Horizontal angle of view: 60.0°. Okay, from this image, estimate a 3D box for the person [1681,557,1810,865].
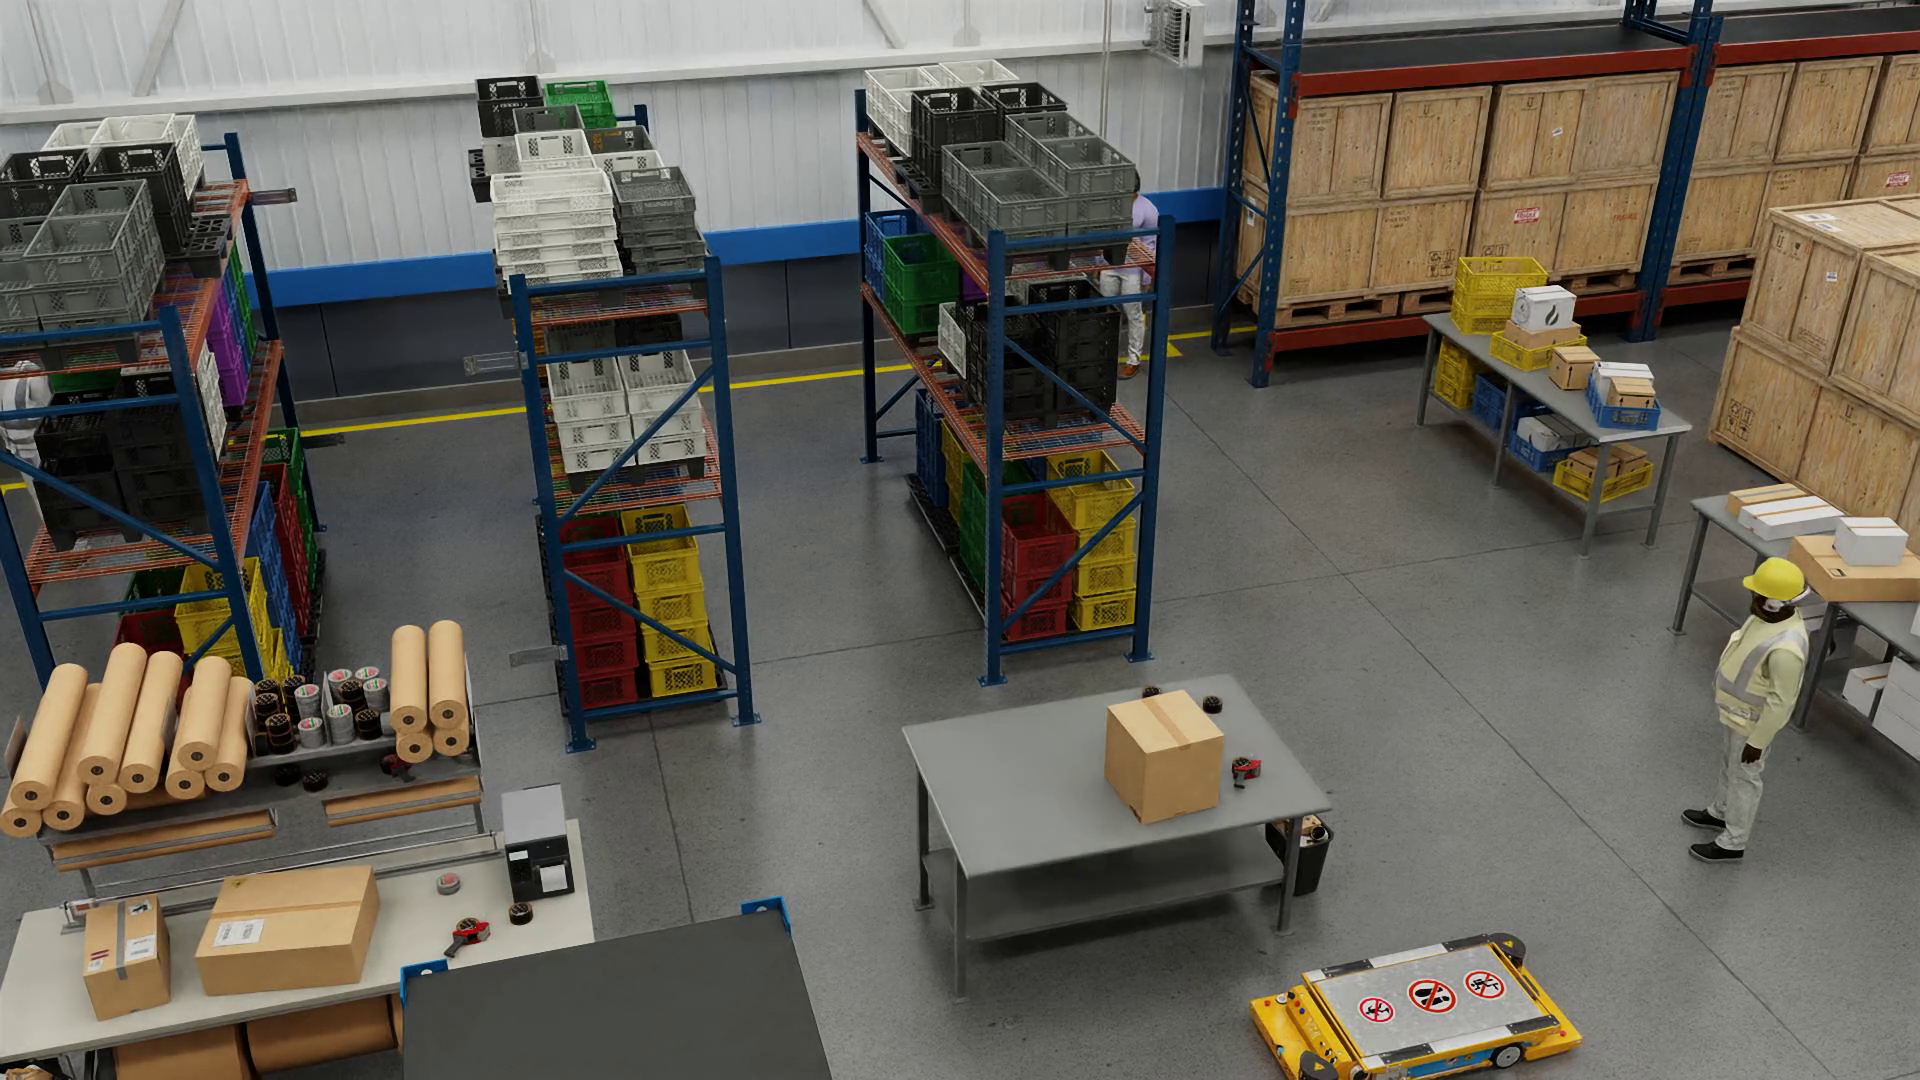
[{"bbox_3d":[4.208,0.908,8.874,0.403,1.827,0.601,8,30,14],"label":"person"}]

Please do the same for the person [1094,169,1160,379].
[{"bbox_3d":[1.460,-2.389,14.773,0.625,1.933,0.375,22,36,34],"label":"person"}]

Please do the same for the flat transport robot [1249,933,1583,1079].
[{"bbox_3d":[2.184,2.282,7.980,1.431,0.197,0.652,-8,30,-14],"label":"flat transport robot"}]

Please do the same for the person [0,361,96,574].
[{"bbox_3d":[-6.494,-0.649,11.649,0.587,1.883,0.342,15,32,25],"label":"person"}]
